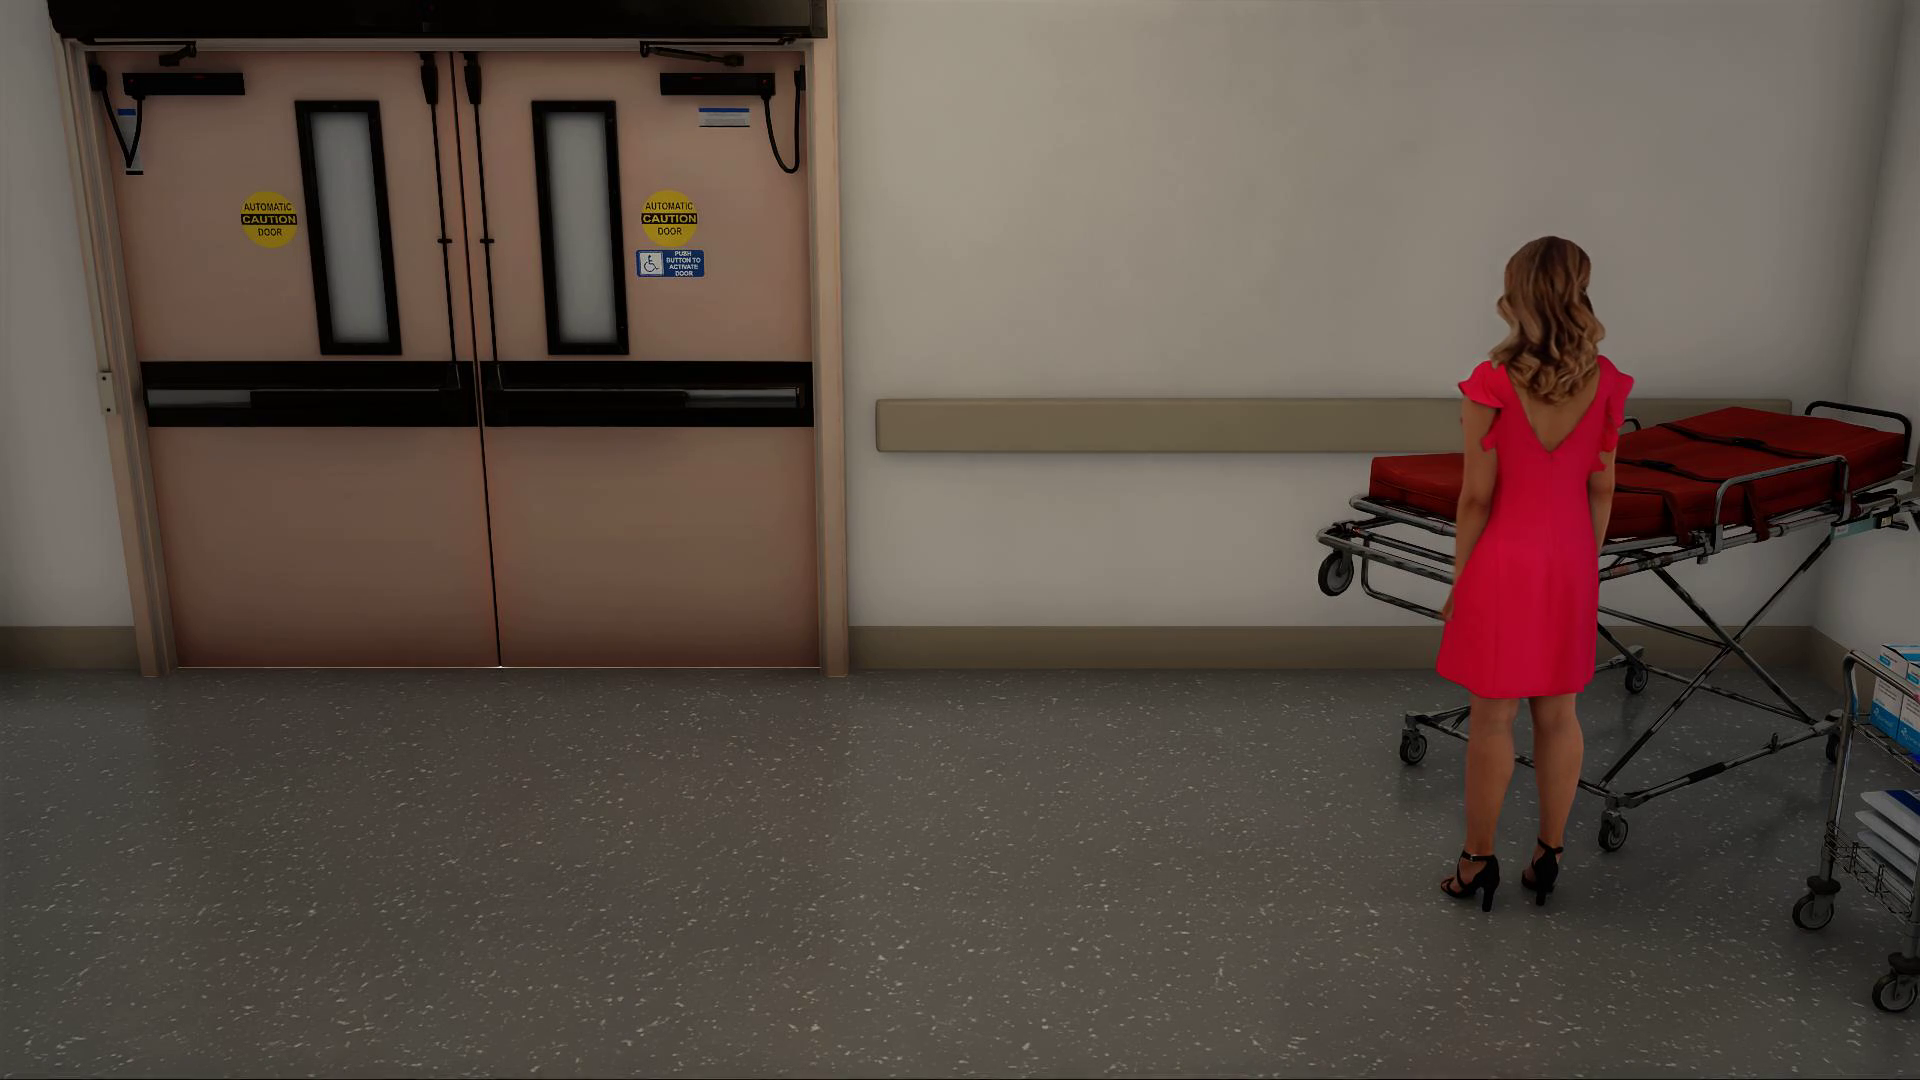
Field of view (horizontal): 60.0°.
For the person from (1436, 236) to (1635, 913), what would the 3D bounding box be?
[{"bbox_3d":[1.427,0.100,4.172,0.580,1.729,0.553,-1,16,-5],"label":"person"}]
